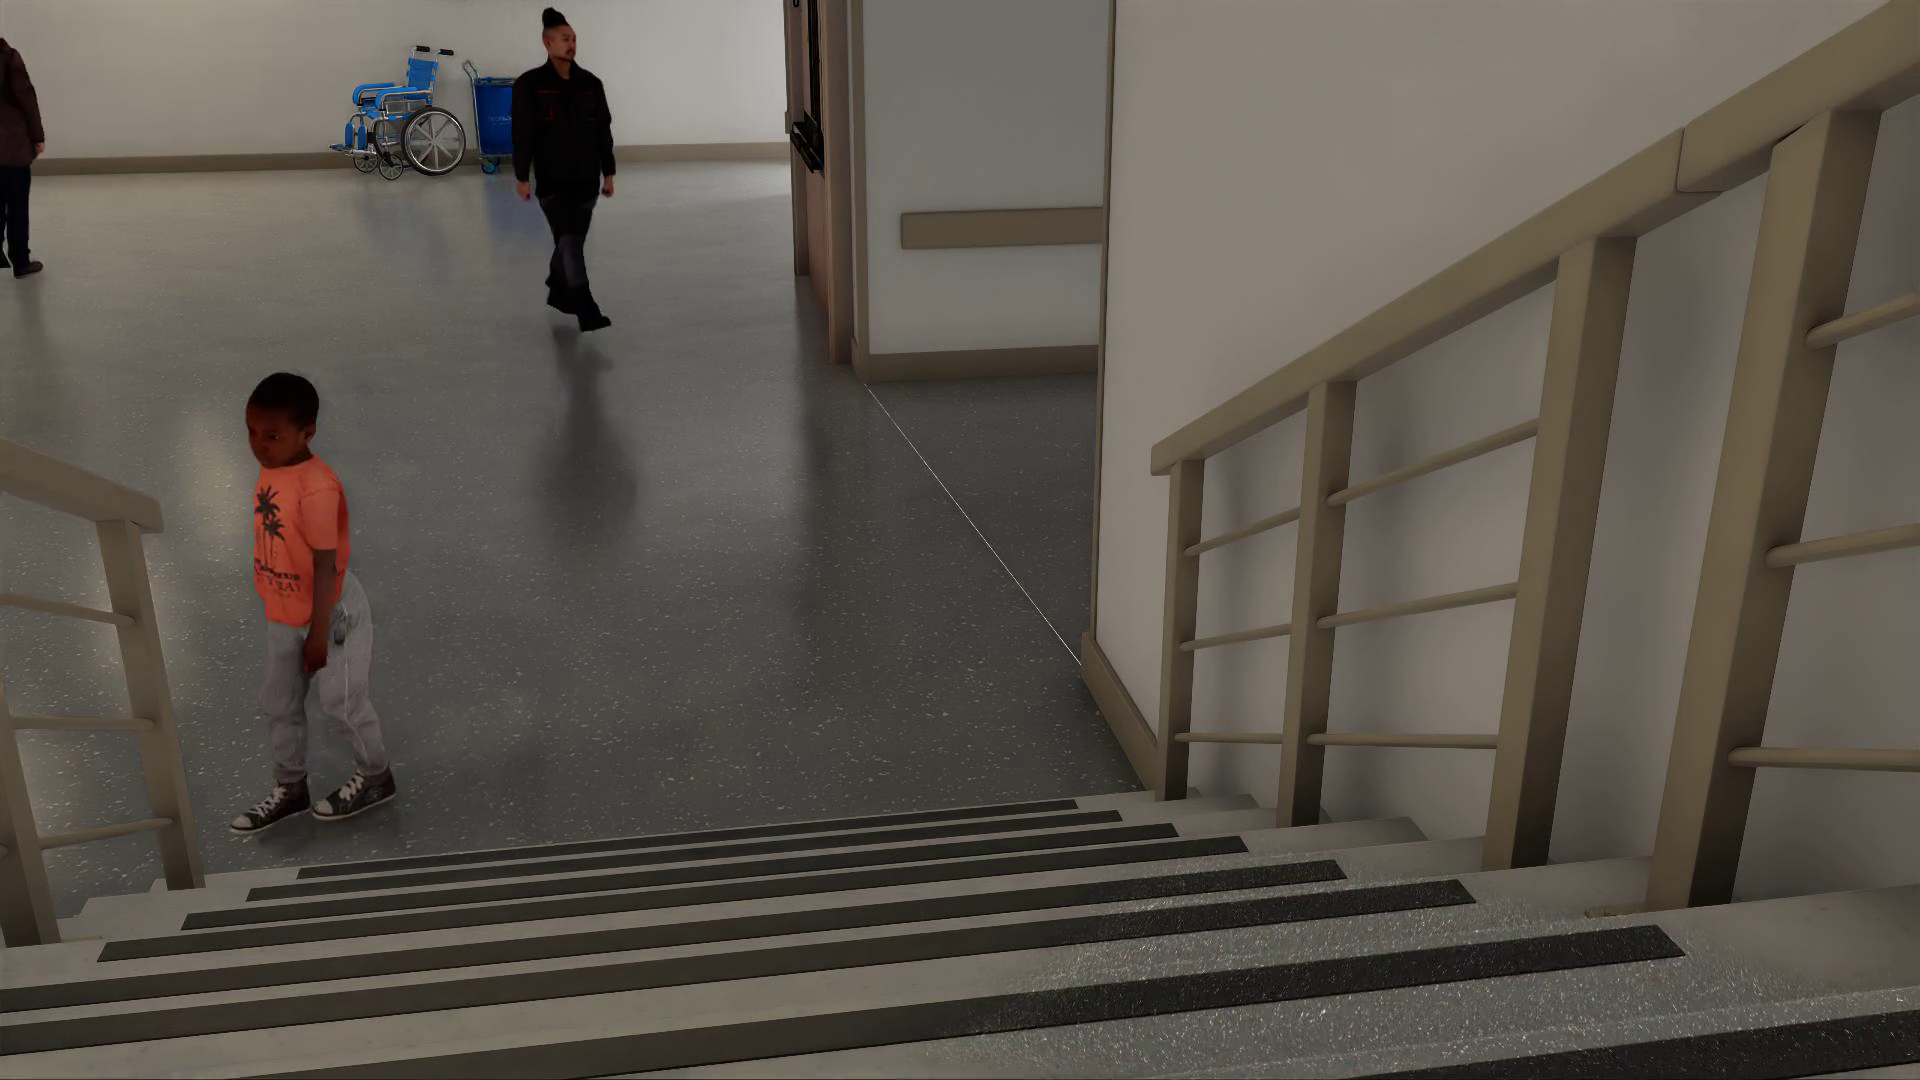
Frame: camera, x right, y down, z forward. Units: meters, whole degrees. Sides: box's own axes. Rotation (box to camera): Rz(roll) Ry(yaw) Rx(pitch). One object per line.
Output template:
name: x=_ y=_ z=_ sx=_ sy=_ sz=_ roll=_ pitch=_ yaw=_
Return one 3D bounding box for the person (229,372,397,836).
person: x=-1.667 y=0.163 z=4.459 sx=0.774 sy=1.287 sz=0.725 roll=-18 pitch=27 yaw=-40

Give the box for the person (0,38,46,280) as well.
person: x=-6.499 y=-2.666 z=11.156 sx=0.826 sy=1.836 sz=0.798 roll=1 pitch=21 yaw=4

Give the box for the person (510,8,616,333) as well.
person: x=-2.372 y=-2.167 z=9.869 sx=1.144 sy=1.813 sz=1.306 roll=-18 pitch=27 yaw=-39
